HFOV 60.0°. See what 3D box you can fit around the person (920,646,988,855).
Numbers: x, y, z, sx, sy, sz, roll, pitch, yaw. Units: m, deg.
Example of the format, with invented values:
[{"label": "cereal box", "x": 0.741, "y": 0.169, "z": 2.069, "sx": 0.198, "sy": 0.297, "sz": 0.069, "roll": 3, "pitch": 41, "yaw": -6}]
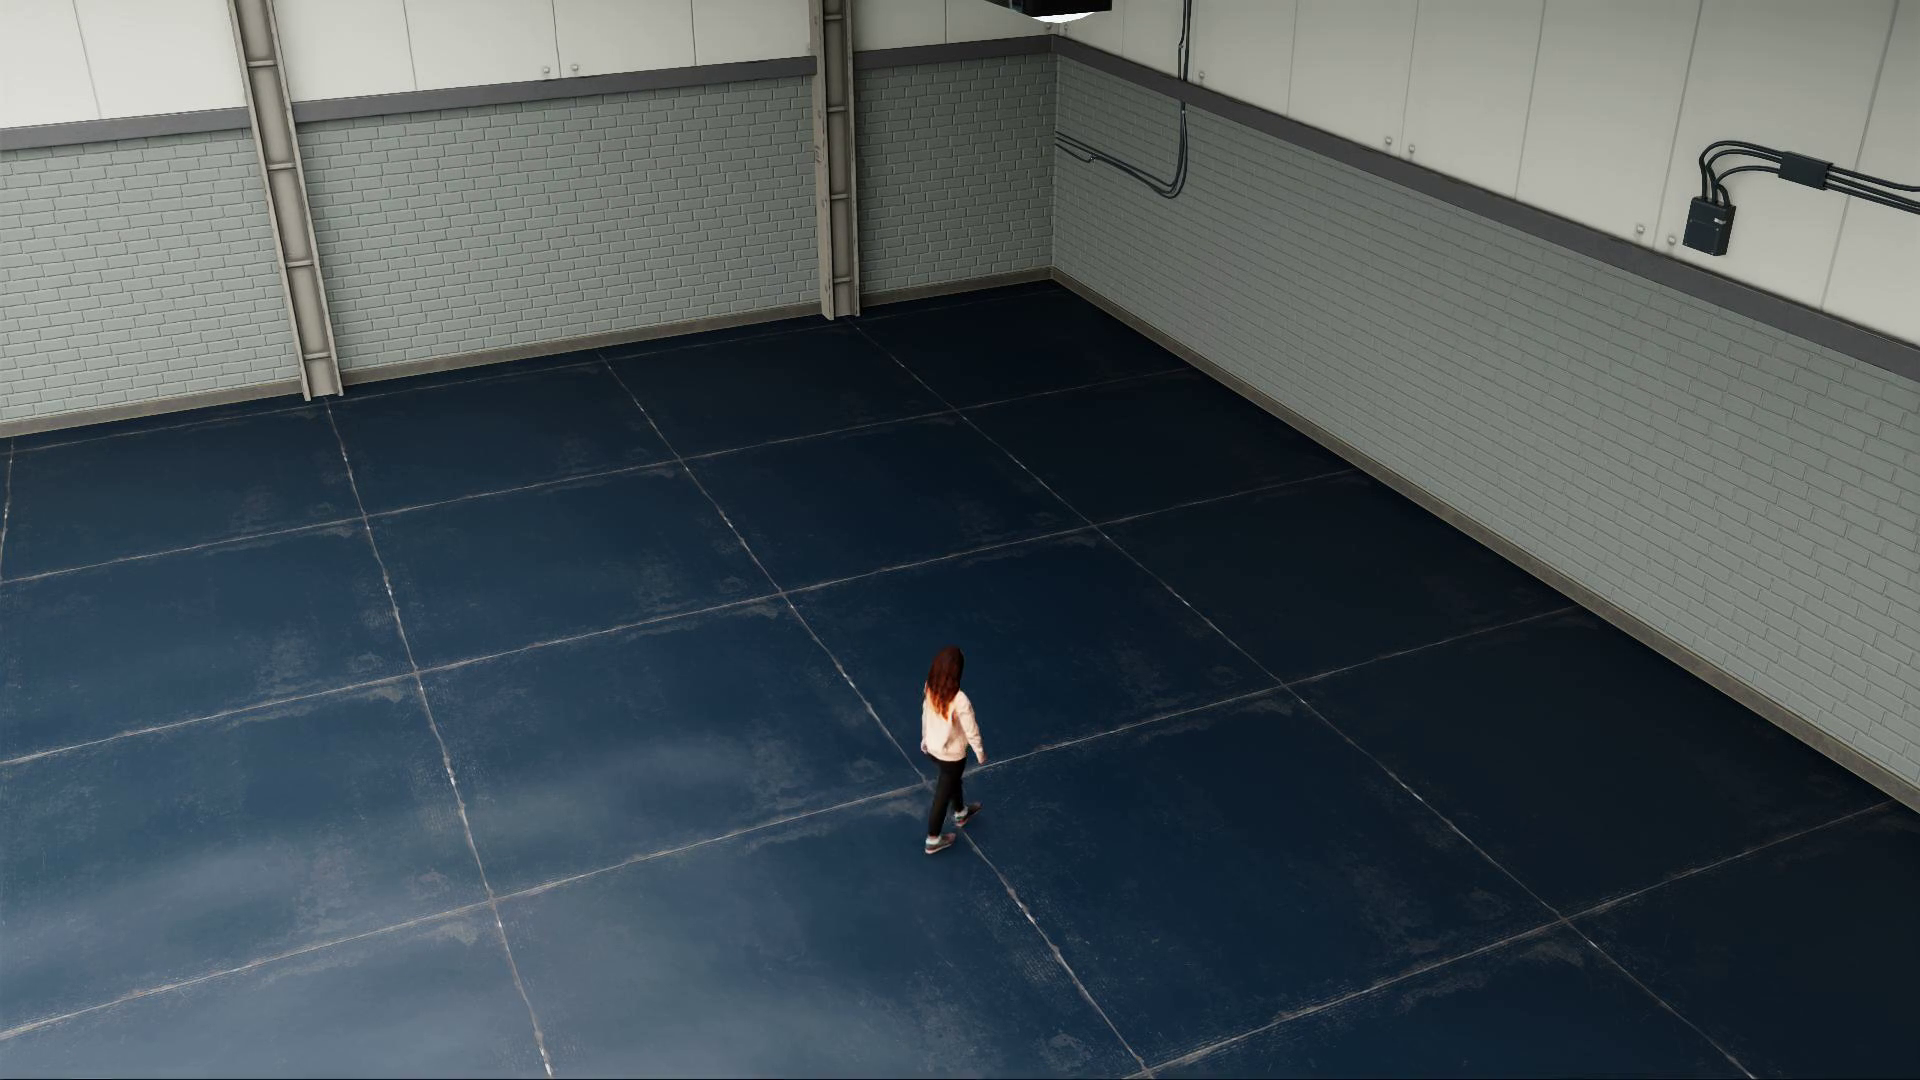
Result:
[{"label": "person", "x": -0.131, "y": 1.370, "z": 10.638, "sx": 0.818, "sy": 1.466, "sz": 0.660, "roll": -18, "pitch": 32, "yaw": -31}]
